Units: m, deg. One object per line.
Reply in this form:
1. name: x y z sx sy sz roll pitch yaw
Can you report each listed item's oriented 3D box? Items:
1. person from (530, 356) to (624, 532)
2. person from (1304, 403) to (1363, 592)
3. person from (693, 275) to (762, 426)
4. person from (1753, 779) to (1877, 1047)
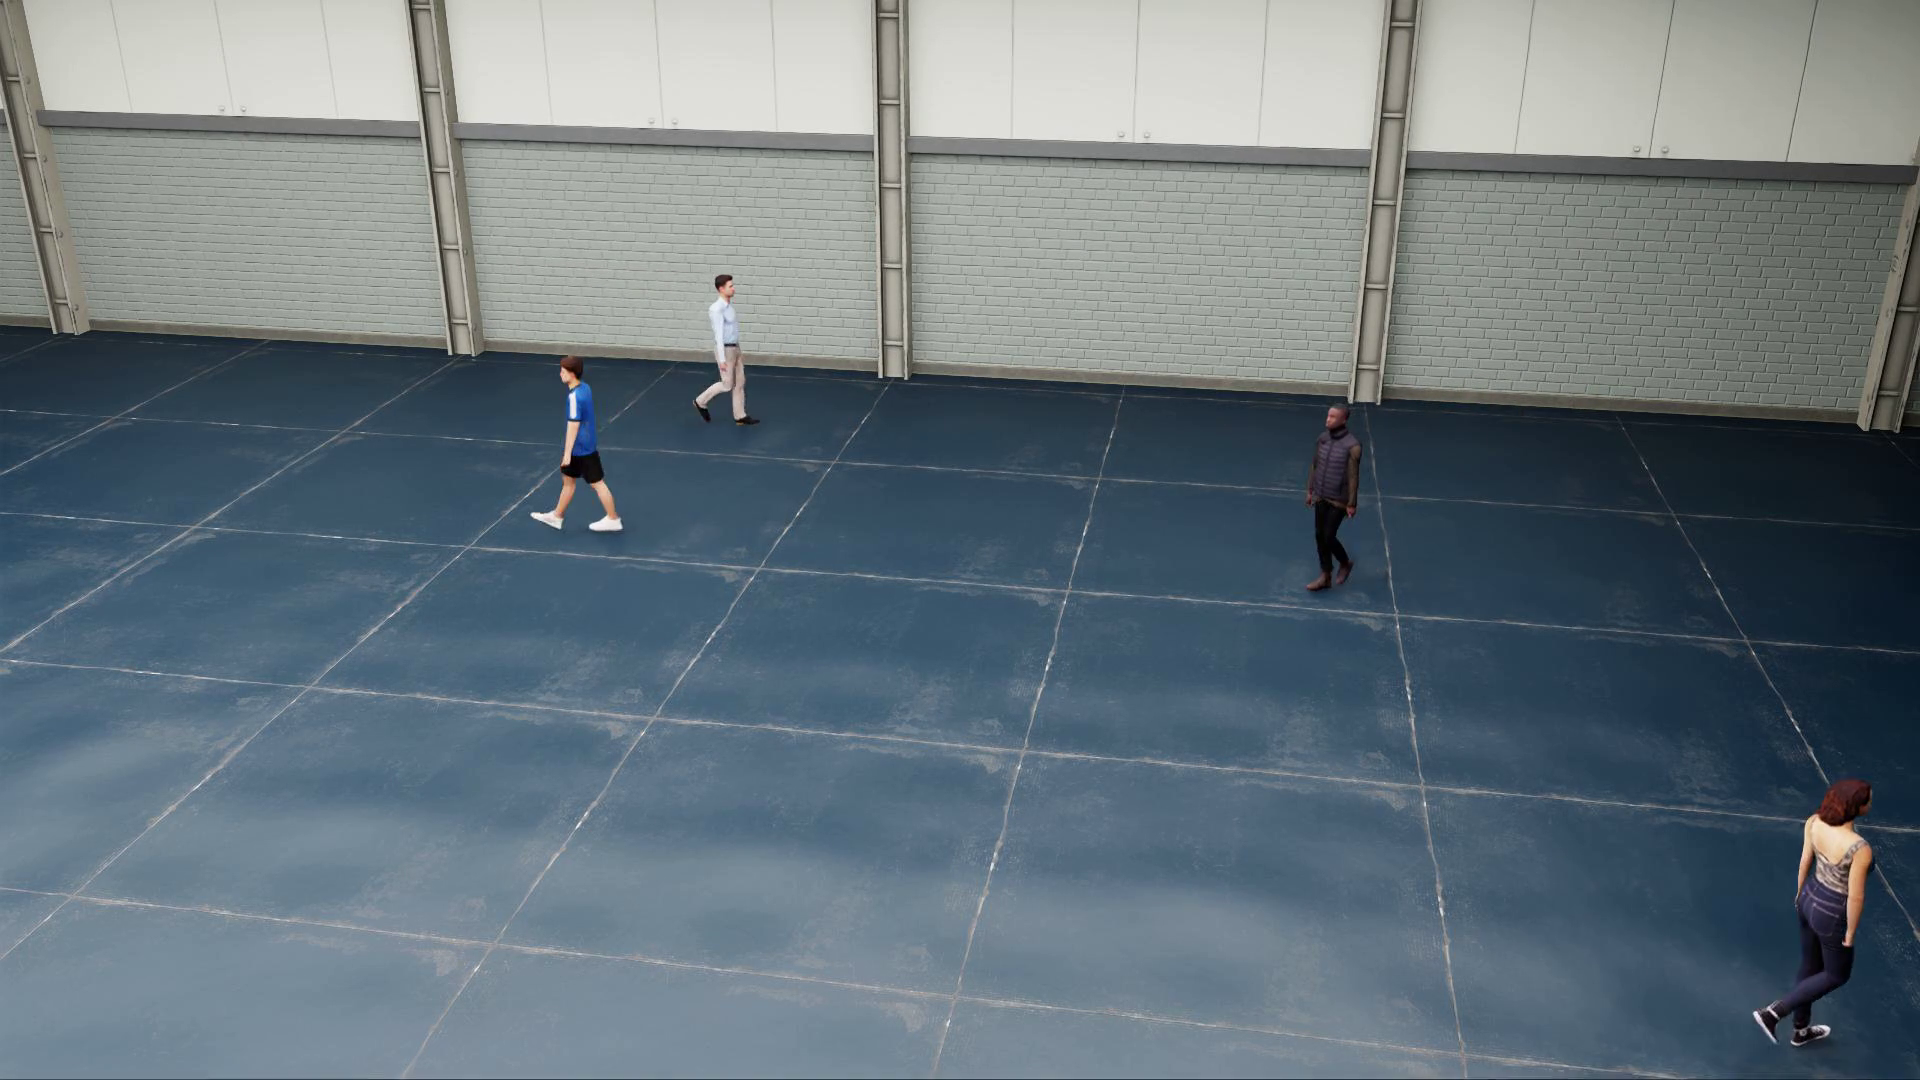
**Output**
1. person: -3.652 -0.920 16.538 1.234 1.827 0.958 -4 23 -10
2. person: 3.489 -0.384 15.281 0.939 1.824 0.884 -14 27 -29
3. person: -2.802 -2.211 19.582 1.026 1.820 0.649 4 23 10
4. person: 4.824 2.151 9.402 0.954 1.760 0.836 -7 24 -17
